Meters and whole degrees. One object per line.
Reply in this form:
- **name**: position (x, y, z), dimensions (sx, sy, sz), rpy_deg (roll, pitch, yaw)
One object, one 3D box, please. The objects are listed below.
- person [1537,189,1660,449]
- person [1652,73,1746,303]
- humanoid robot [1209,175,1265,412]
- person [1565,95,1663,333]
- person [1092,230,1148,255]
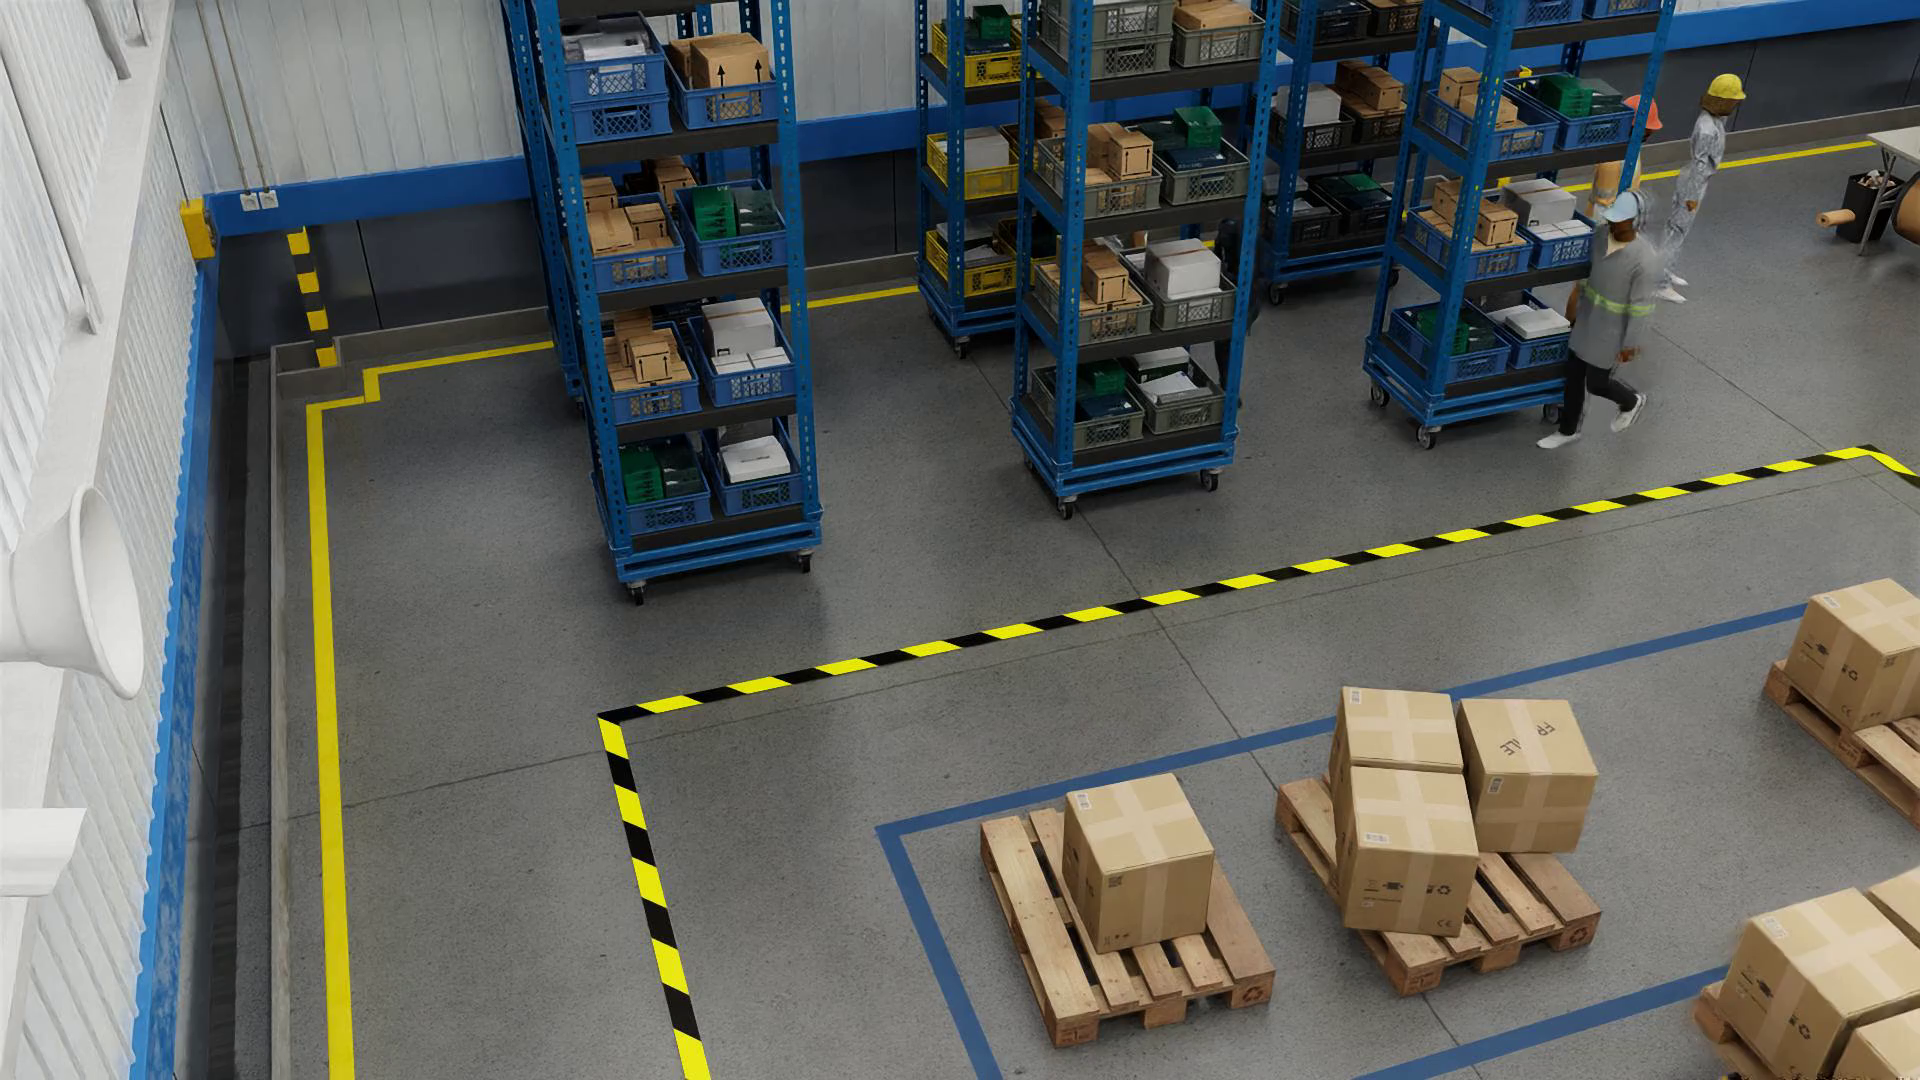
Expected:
- **person**: position (4.197, -1.408, 10.700), dimensions (0.615, 1.832, 0.586), rpy_deg (-13, 37, -18)
- **person**: position (5.570, -2.670, 12.560), dimensions (0.311, 1.743, 0.486), rpy_deg (15, 38, 20)
- **humanoid robot**: position (1.841, -1.667, 11.188), dimensions (0.330, 1.650, 0.596), rpy_deg (-14, 38, -19)
- **person**: position (4.584, -2.202, 11.730), dimensions (0.360, 1.935, 0.552), rpy_deg (21, 40, 27)
- **person**: position (1.090, -1.909, 11.392), dimensions (0.378, 1.845, 0.568), rpy_deg (-15, 38, -21)
